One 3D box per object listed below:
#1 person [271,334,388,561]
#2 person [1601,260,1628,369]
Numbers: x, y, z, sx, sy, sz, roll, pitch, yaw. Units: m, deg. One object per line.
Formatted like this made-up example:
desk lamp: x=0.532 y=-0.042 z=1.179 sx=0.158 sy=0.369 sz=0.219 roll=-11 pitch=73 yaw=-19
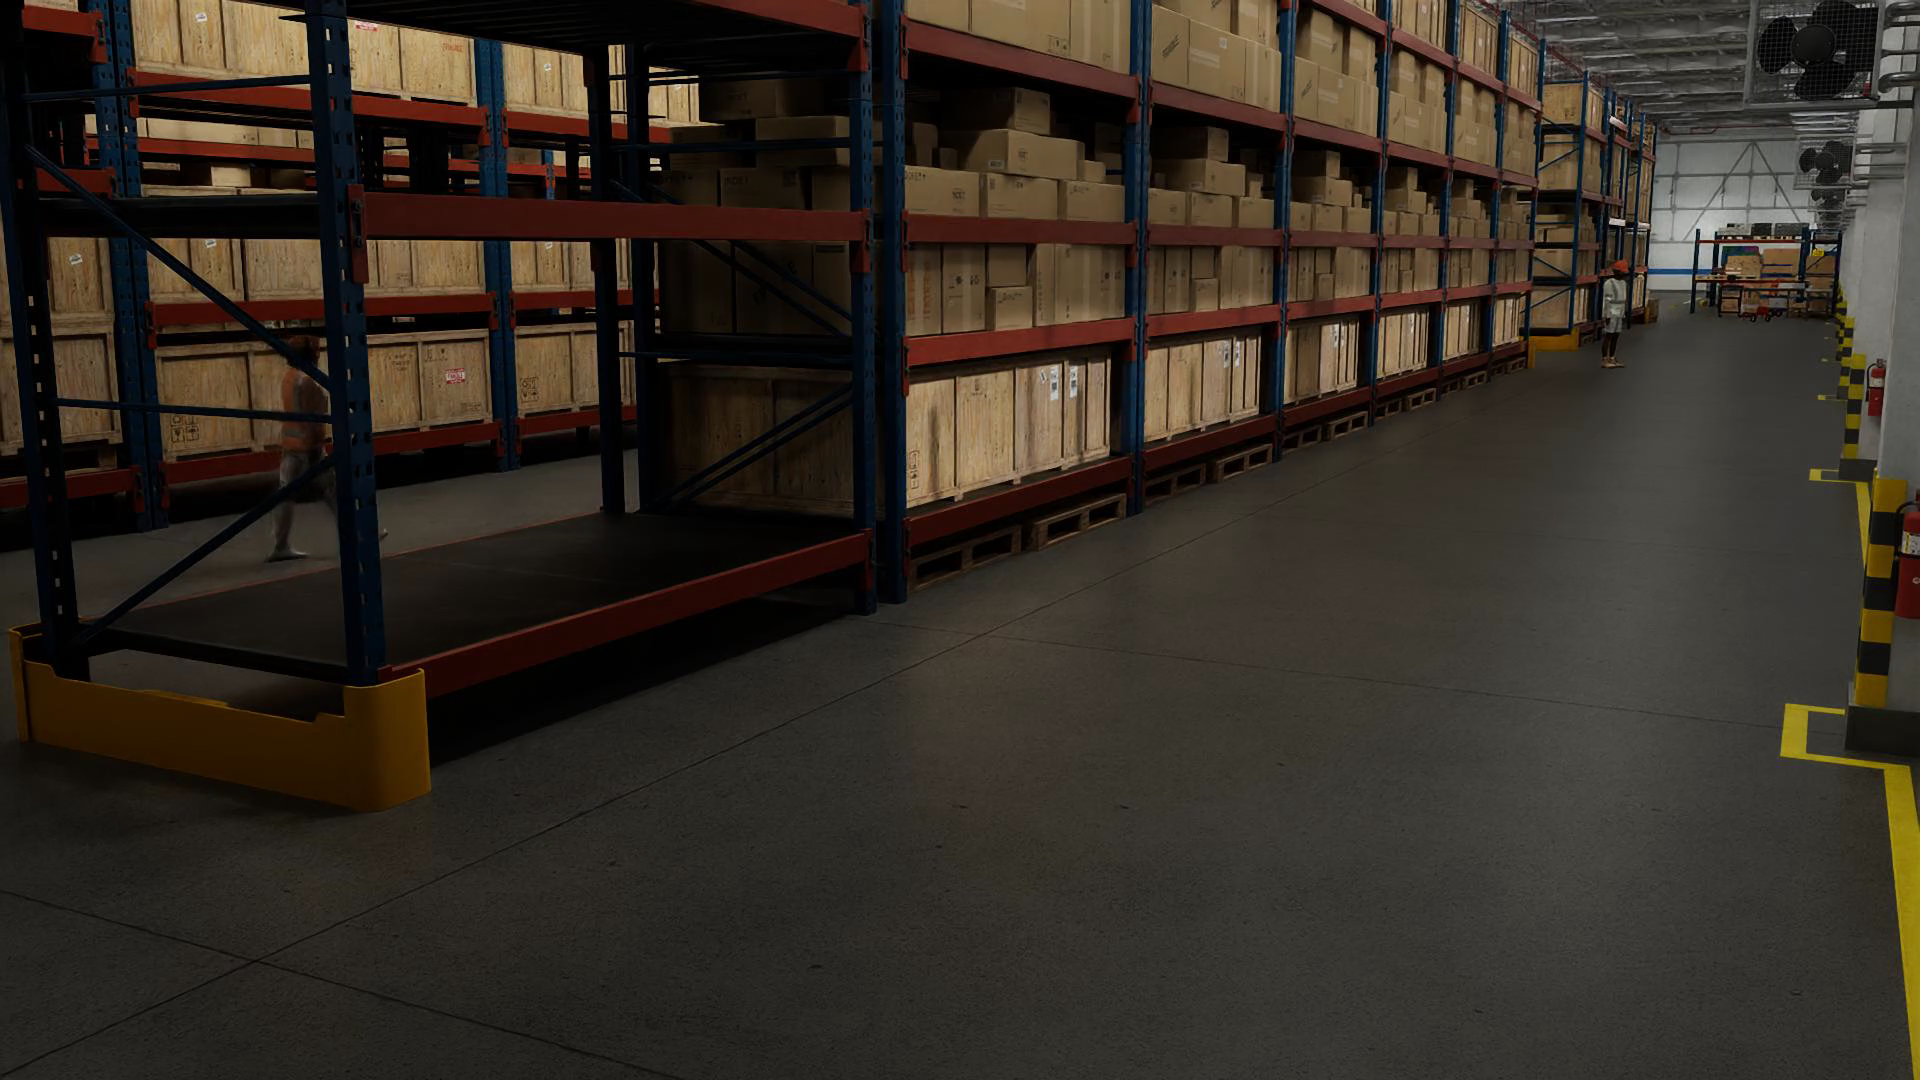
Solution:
person: x=-4.583 y=-0.665 z=11.882 sx=0.831 sy=1.591 sz=0.541 roll=-9 pitch=13 yaw=-43
person: x=12.403 y=-4.264 z=31.453 sx=0.608 sy=2.044 sz=0.371 roll=-8 pitch=12 yaw=-37
